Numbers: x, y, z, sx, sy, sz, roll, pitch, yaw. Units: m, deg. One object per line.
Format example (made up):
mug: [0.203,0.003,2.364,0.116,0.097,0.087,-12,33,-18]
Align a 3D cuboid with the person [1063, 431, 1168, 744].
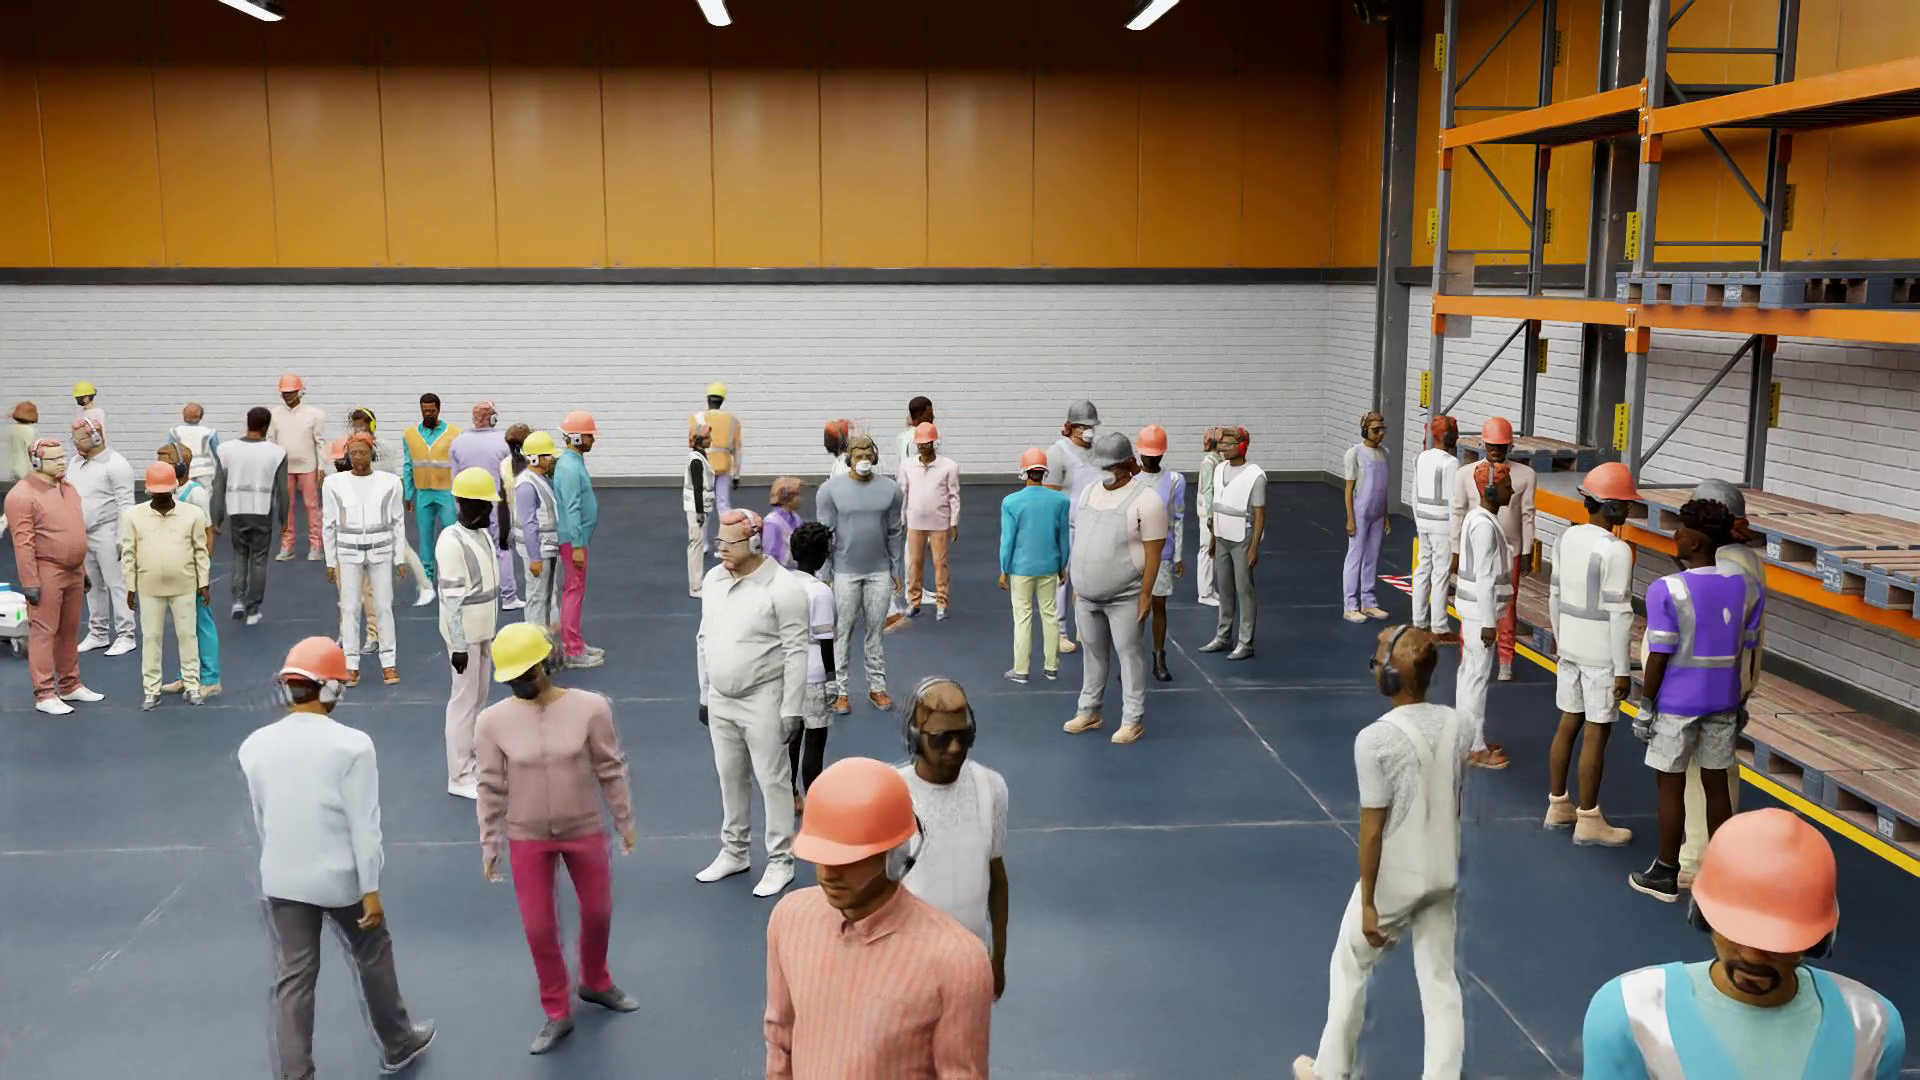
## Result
person: [0.968,0.294,10.811,0.682,2.000,0.538,8,12,41]

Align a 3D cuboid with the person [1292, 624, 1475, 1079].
person: [1.526,1.184,5.891,0.505,1.817,0.825,-4,10,-22]

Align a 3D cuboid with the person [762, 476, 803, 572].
person: [-1.263,0.356,11.685,0.321,1.630,0.530,3,10,18]

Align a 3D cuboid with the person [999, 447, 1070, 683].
person: [0.544,0.184,12.397,0.573,1.750,0.332,-4,10,-22]

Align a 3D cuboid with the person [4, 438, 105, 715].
person: [-6.279,0.240,11.570,0.409,1.909,0.641,1,9,5]

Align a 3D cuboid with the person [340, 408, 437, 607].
person: [-5.274,-0.289,15.181,0.744,1.828,0.529,3,10,19]

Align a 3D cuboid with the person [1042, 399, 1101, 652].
person: [0.996,-0.124,13.437,0.688,2.000,0.536,-8,12,-41]

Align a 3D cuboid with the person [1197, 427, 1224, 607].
person: [2.326,-0.219,15.292,0.307,1.640,0.520,3,9,16]

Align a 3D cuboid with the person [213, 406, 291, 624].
person: [-6.161,-0.220,14.520,0.626,1.890,0.509,-2,9,-11]

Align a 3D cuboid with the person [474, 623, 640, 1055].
person: [-1.579,1.135,6.522,0.593,1.722,0.587,-2,9,-13]

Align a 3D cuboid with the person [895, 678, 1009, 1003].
person: [-0.113,1.298,5.218,0.519,1.828,0.700,-4,10,-25]

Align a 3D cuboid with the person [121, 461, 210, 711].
person: [-5.539,0.313,11.619,0.562,1.743,0.337,-4,10,-25]

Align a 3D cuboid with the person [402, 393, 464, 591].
person: [-5.036,-0.462,15.973,0.592,1.911,0.383,0,9,-2]

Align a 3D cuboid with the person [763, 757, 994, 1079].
person: [-0.206,1.446,3.771,0.610,1.985,0.415,6,11,32]

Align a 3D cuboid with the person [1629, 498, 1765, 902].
person: [3.547,0.771,8.043,0.613,1.965,0.361,-2,9,-12]

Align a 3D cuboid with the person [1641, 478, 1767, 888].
person: [3.663,0.701,8.255,0.538,2.000,0.689,7,12,38]

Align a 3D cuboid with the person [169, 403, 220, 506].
person: [-8.499,-0.728,18.594,0.526,1.601,0.839,-2,9,-9]

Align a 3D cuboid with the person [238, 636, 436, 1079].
person: [-2.301,1.198,6.142,0.571,1.709,0.815,2,9,14]

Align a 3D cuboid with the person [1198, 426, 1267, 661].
person: [2.187,0.020,13.139,0.390,1.847,0.563,-5,11,-31]

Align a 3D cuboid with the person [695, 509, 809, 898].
person: [-1.049,0.788,8.139,0.652,1.904,0.402,6,11,34]

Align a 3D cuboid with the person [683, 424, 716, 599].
person: [-2.445,-0.275,15.635,0.315,1.640,0.514,-1,9,-6]

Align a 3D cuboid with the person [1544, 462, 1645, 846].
person: [3.403,0.600,8.882,0.383,2.041,0.616,-2,9,-12]

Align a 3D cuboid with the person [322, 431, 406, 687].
person: [-4.385,0.139,12.267,0.575,1.887,0.355,-3,10,-20]

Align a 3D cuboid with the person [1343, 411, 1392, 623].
person: [3.572,-0.203,14.550,0.506,1.845,0.344,-6,11,-34]

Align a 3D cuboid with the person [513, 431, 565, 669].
person: [-3.222,0.073,12.849,0.403,1.833,0.586,0,9,-3]

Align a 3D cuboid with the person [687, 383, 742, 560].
person: [-2.646,-0.740,17.881,0.622,1.851,0.864,-3,10,-20]

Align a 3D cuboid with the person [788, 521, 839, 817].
person: [-0.826,0.736,9.122,0.315,1.693,0.541,-6,11,-34]

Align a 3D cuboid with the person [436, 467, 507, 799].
person: [-2.820,0.531,9.687,0.385,1.922,0.594,0,9,2]

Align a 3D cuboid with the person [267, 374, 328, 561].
person: [-7.014,-0.759,17.603,0.644,1.989,0.407,0,9,-1]

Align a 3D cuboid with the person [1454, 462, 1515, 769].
person: [3.247,0.456,10.295,0.356,1.883,0.572,2,9,12]

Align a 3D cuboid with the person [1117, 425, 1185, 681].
person: [1.407,0.102,12.377,0.542,1.927,0.374,0,9,-2]

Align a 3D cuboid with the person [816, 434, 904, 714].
person: [-0.683,0.231,11.531,0.632,1.940,0.372,-3,10,-21]

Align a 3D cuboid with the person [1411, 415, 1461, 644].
person: [3.943,-0.085,13.689,0.350,1.882,0.583,-3,10,-19]

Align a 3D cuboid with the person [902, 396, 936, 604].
person: [-0.390,-0.371,15.375,0.392,1.919,0.592,0,9,-3]

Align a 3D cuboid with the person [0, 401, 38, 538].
person: [-10.575,-0.749,18.672,0.517,1.615,0.578,7,11,38]

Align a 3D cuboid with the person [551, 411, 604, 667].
person: [-2.957,-0.009,12.890,0.406,1.987,0.615,-2,9,-12]

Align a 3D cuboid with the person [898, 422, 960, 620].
person: [-0.286,-0.164,14.586,0.573,1.748,0.342,2,9,14]

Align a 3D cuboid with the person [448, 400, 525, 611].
person: [-4.238,-0.305,14.989,0.637,1.911,0.403,1,9,7]

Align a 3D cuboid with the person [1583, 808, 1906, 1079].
person: [1.508,1.499,3.248,0.615,2.037,0.387,0,9,1]

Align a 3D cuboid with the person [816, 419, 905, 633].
person: [-0.930,-0.110,14.021,0.957,1.844,0.560,-1,9,-7]

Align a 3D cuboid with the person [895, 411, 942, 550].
person: [-0.456,-0.655,18.053,0.520,1.620,0.341,-3,9,-15]

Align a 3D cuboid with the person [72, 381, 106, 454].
person: [-10.433,-1.023,19.968,0.523,1.761,0.339,5,10,29]

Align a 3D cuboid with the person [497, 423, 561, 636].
person: [-3.578,-0.067,13.818,0.652,1.805,0.649,5,10,30]

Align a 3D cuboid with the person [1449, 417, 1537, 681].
person: [3.966,0.071,12.407,0.607,1.987,0.414,2,9,13]

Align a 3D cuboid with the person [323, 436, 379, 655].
person: [-4.859,0.042,13.286,0.563,1.753,0.340,4,10,22]

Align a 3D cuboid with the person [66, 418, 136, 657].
person: [-6.878,-0.025,13.258,0.651,1.900,0.409,4,10,23]

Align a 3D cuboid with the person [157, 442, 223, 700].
person: [-5.534,0.220,11.888,0.520,1.844,0.330,7,11,35]
